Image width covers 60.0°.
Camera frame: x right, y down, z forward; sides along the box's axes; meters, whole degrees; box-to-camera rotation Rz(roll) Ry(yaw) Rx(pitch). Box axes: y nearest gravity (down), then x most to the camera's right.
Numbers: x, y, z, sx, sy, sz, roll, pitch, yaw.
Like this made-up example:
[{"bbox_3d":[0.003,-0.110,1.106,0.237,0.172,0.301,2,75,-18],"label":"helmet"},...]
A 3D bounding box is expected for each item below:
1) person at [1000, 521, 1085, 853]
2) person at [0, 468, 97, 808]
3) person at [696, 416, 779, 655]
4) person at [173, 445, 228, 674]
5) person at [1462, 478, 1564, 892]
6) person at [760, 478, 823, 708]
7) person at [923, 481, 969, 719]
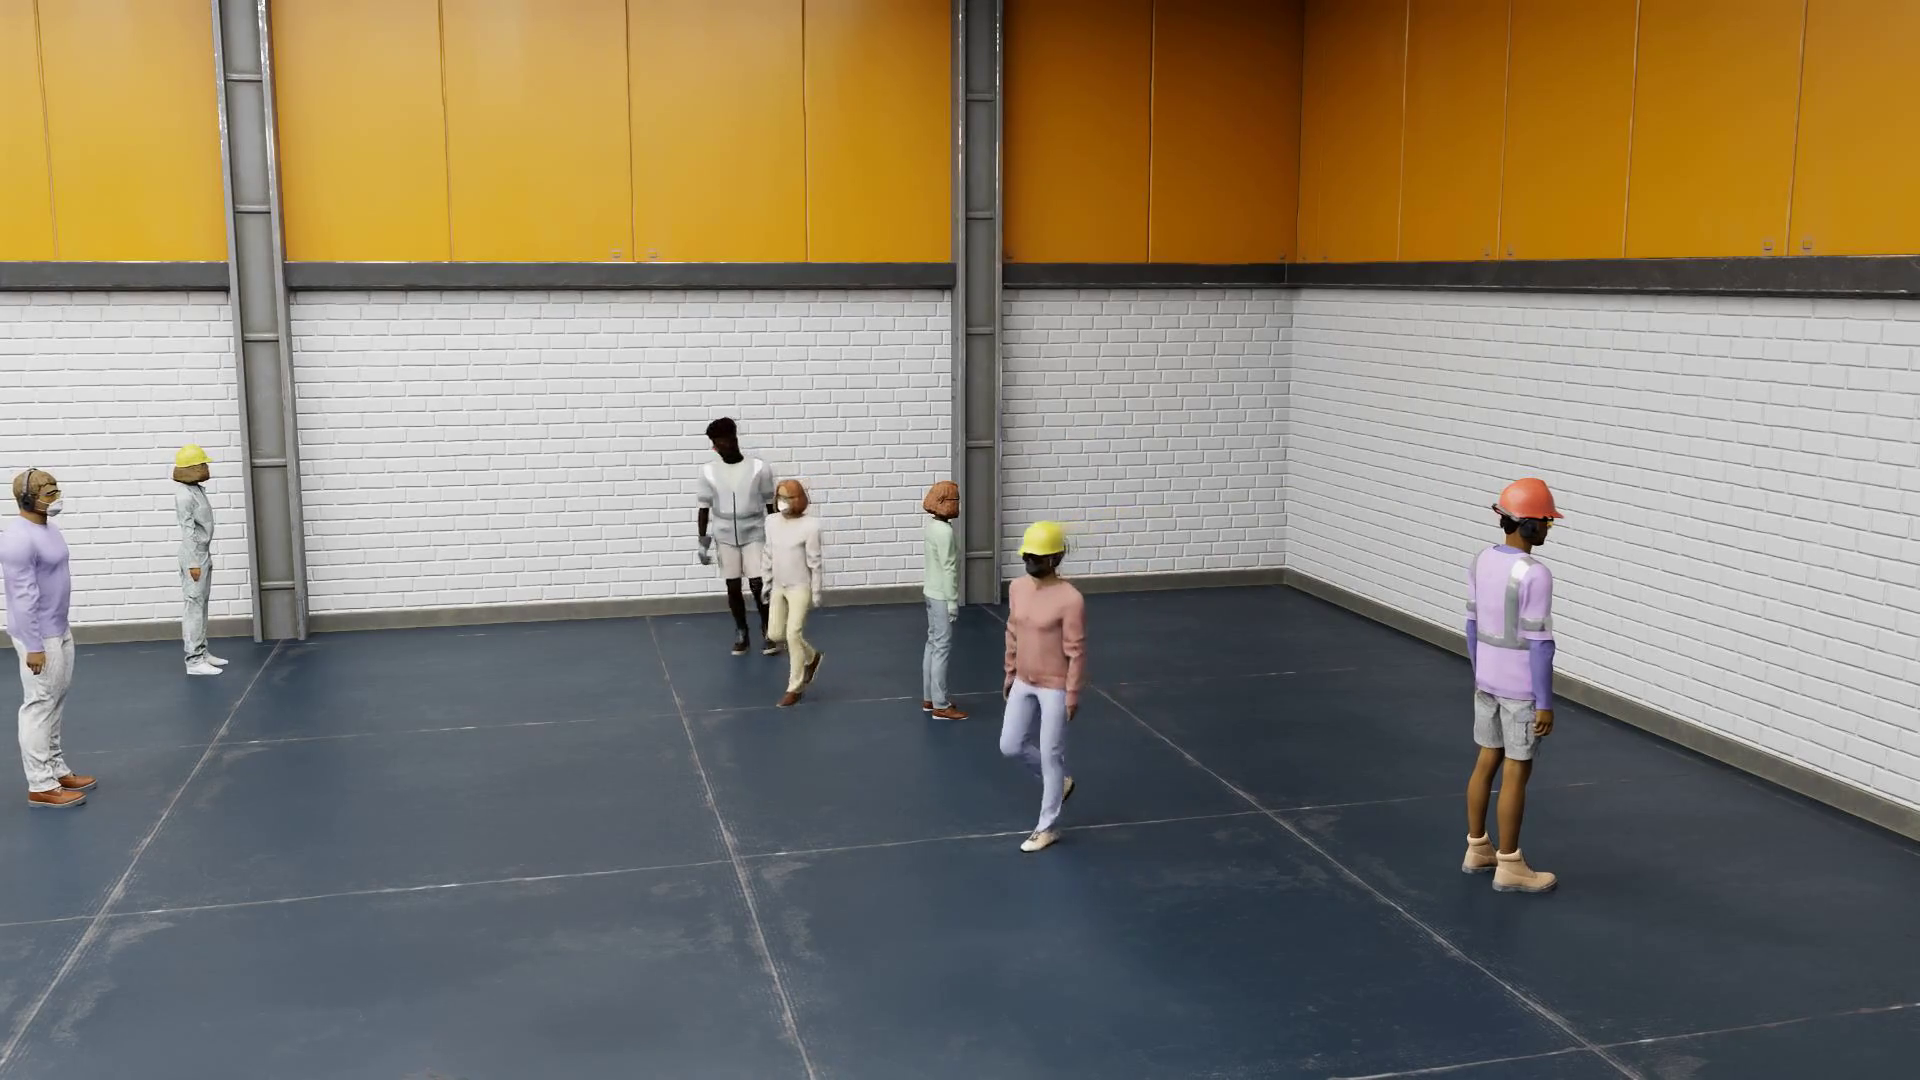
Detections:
[{"bbox_3d":[0.459,0.757,8.786,0.436,1.752,0.547,-9,13,-44],"label":"person"},{"bbox_3d":[-5.231,0.552,9.512,0.360,1.939,0.635,-2,9,-15],"label":"person"},{"bbox_3d":[-1.754,-0.024,13.144,0.629,1.923,0.513,0,9,3],"label":"person"},{"bbox_3d":[-5.791,0.145,12.657,0.284,1.746,0.492,-2,9,-15],"label":"person"},{"bbox_3d":[2.747,0.707,8.219,0.373,2.042,0.614,-2,9,-15],"label":"person"},{"bbox_3d":[-1.148,0.346,11.784,0.508,1.616,0.517,7,11,37],"label":"person"},{"bbox_3d":[-0.112,0.405,11.379,0.275,1.632,0.507,-2,9,-15],"label":"person"}]
